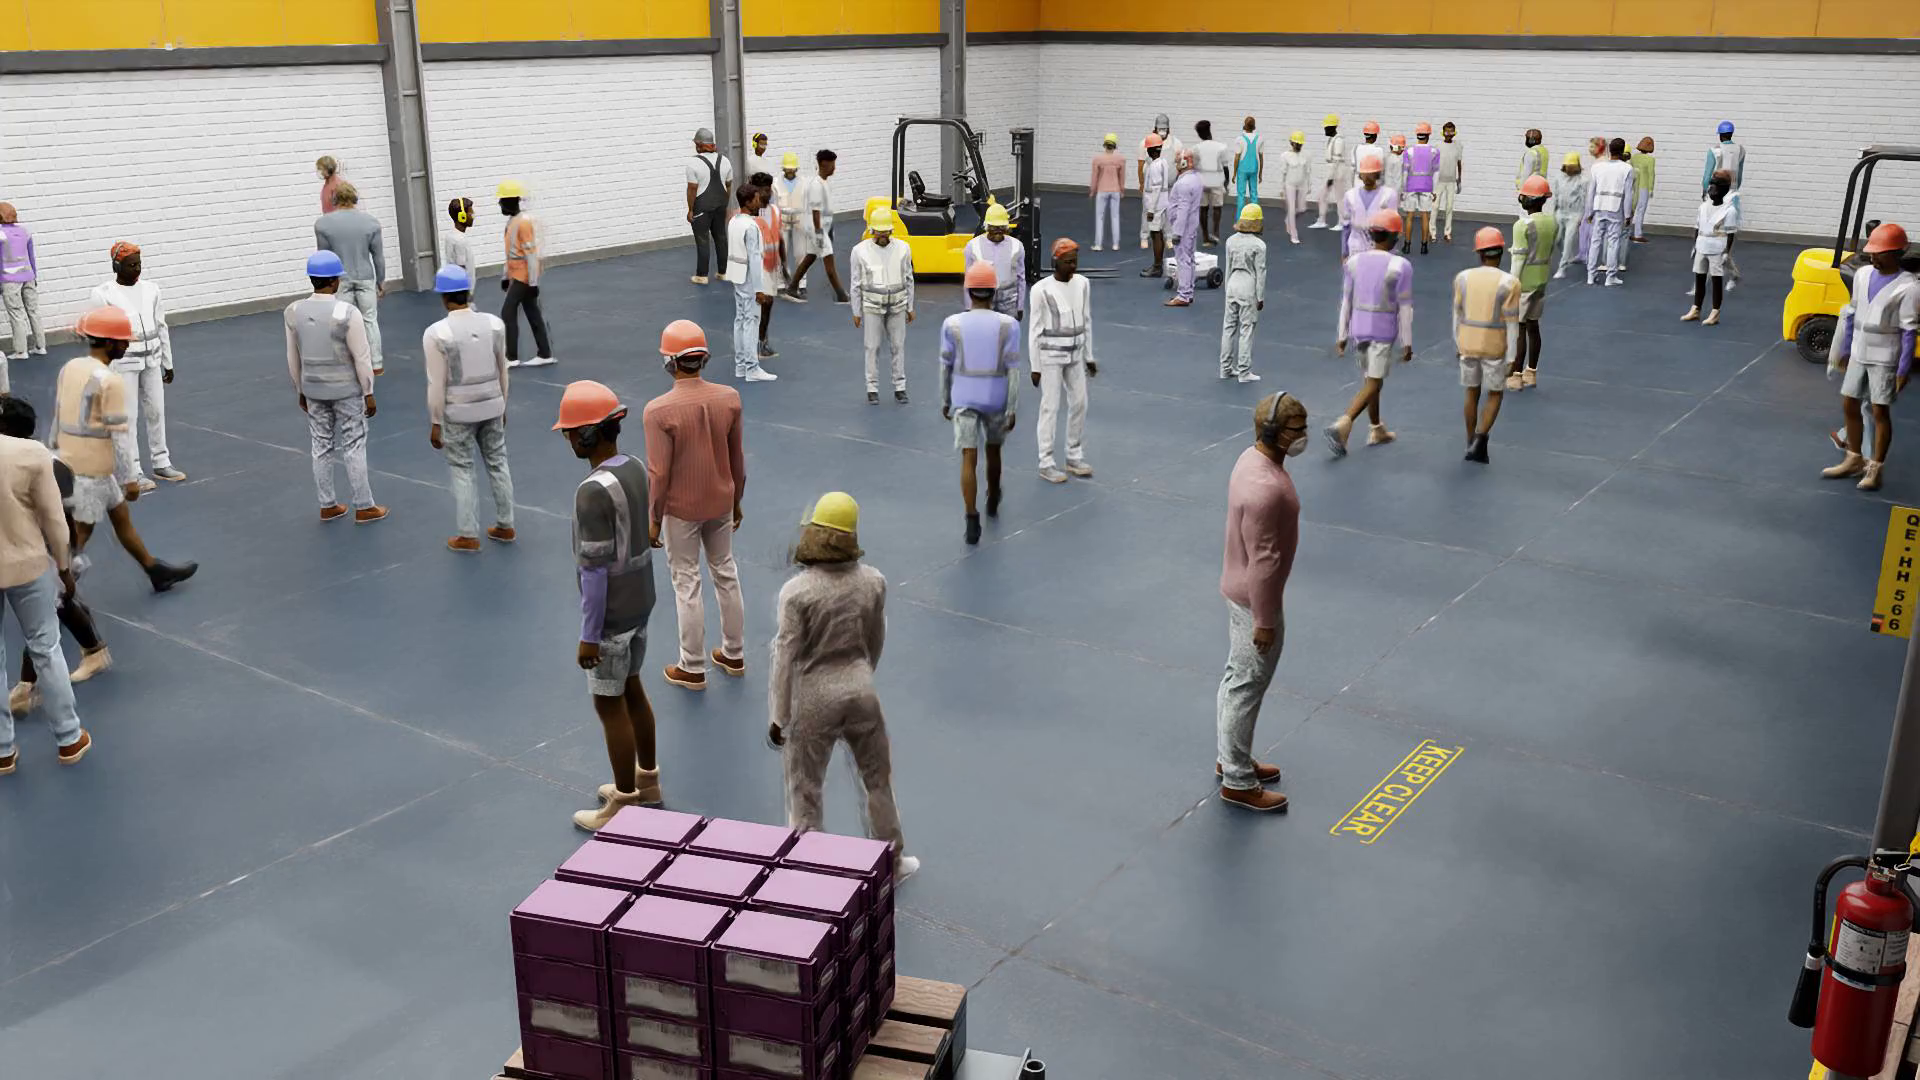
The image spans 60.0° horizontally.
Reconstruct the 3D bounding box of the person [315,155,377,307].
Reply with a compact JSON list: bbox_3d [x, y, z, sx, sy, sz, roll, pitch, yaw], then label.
[{"bbox_3d":[-7.295,-3.586,19.676,0.556,1.918,0.633,-11,21,-30],"label":"person"}]

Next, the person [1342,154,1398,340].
[{"bbox_3d":[4.534,-3.262,18.479,0.620,2.031,0.668,9,20,26],"label":"person"}]

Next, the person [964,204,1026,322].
[{"bbox_3d":[0.327,-2.227,15.583,0.586,1.824,0.404,-2,18,-6],"label":"person"}]

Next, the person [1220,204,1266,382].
[{"bbox_3d":[2.803,-2.426,16.344,0.335,1.734,0.480,-16,24,-41],"label":"person"}]

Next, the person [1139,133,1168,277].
[{"bbox_3d":[2.642,-4.554,22.681,0.374,1.930,0.542,5,18,16],"label":"person"}]

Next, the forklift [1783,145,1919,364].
[{"bbox_3d":[9.803,-2.879,17.013,2.313,2.155,1.214,12,21,33],"label":"forklift"}]

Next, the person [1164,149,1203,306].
[{"bbox_3d":[2.741,-3.839,20.488,0.407,1.906,0.638,7,19,20],"label":"person"}]

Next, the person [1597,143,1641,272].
[{"bbox_3d":[9.157,-4.626,23.172,0.527,1.767,0.331,0,18,1],"label":"person"}]

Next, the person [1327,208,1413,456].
[{"bbox_3d":[3.353,-1.690,13.615,0.950,2.008,0.635,-16,24,-40],"label":"person"}]

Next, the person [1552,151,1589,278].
[{"bbox_3d":[8.311,-4.437,22.651,0.606,1.714,0.498,-15,23,-40],"label":"person"}]

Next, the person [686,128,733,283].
[{"bbox_3d":[-3.400,-4.472,22.243,0.689,2.000,0.539,-16,24,-40],"label":"person"}]

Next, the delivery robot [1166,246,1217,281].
[{"bbox_3d":[3.038,-3.611,21.801,0.707,0.478,0.477,-14,23,-37],"label":"delivery robot"}]

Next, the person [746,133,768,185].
[{"bbox_3d":[-2.850,-4.853,23.725,0.336,1.865,0.521,5,19,17],"label":"person"}]

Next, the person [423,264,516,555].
[{"bbox_3d":[-3.279,-0.868,11.123,0.405,1.947,0.611,15,23,39],"label":"person"}]

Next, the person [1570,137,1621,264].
[{"bbox_3d":[9.097,-4.801,23.635,0.693,1.818,0.579,5,18,15],"label":"person"}]

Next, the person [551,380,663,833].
[{"bbox_3d":[-1.554,0.298,7.351,0.410,2.028,0.619,2,18,7],"label":"person"}]

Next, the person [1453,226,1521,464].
[{"bbox_3d":[4.194,-1.542,13.293,0.573,1.909,0.536,14,22,37],"label":"person"}]

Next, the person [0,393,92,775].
[{"bbox_3d":[-4.548,0.141,7.894,0.623,1.990,0.397,-8,19,-23],"label":"person"}]

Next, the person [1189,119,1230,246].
[{"bbox_3d":[3.823,-5.477,25.567,0.641,1.927,0.454,3,18,10],"label":"person"}]

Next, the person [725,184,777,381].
[{"bbox_3d":[-2.088,-2.525,16.354,0.392,1.919,0.591,-9,20,-27],"label":"person"}]

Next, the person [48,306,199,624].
[{"bbox_3d":[-5.211,-0.463,10.018,0.586,1.853,1.032,14,22,37],"label":"person"}]

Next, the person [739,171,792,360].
[{"bbox_3d":[-2.019,-2.851,17.332,0.502,1.949,0.607,12,21,32],"label":"person"}]

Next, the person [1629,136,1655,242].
[{"bbox_3d":[10.694,-5.504,26.129,0.274,1.632,0.507,-7,19,-21],"label":"person"}]

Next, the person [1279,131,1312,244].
[{"bbox_3d":[5.222,-5.535,26.050,0.568,1.732,0.601,-5,18,-15],"label":"person"}]

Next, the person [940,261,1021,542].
[{"bbox_3d":[0.141,-0.992,11.613,0.556,1.890,0.965,1,18,2],"label":"person"}]

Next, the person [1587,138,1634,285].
[{"bbox_3d":[8.605,-4.346,22.051,0.587,1.918,0.391,17,24,42],"label":"person"}]

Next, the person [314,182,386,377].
[{"bbox_3d":[-5.991,-2.555,16.441,0.626,1.933,0.371,-8,19,-23],"label":"person"}]

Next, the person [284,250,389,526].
[{"bbox_3d":[-4.402,-1.063,11.729,0.616,1.945,0.399,4,18,12],"label":"person"}]

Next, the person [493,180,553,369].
[{"bbox_3d":[-4.556,-2.677,16.849,0.798,1.893,0.605,-7,19,-21],"label":"person"}]

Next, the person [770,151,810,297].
[{"bbox_3d":[-2.150,-4.006,21.135,0.586,1.827,0.404,-3,18,-9],"label":"person"}]

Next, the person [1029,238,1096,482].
[{"bbox_3d":[0.789,-1.389,12.888,0.610,1.876,0.394,-15,23,-39],"label":"person"}]

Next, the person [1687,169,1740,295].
[{"bbox_3d":[9.770,-3.950,21.333,0.804,1.605,0.515,-10,20,-29],"label":"person"}]

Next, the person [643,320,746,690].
[{"bbox_3d":[-1.425,-0.187,8.915,0.621,1.992,0.397,-16,24,-42],"label":"person"}]

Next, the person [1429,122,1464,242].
[{"bbox_3d":[7.627,-5.614,26.124,0.504,1.858,0.335,1,18,2],"label":"person"}]

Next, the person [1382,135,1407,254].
[{"bbox_3d":[6.480,-5.171,24.908,0.338,1.744,0.561,-3,18,-9],"label":"person"}]

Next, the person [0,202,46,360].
[{"bbox_3d":[-9.862,-2.706,17.386,0.310,1.632,0.505,6,19,17],"label":"person"}]

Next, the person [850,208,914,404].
[{"bbox_3d":[-0.711,-2.156,15.367,0.601,1.817,0.403,-5,19,-16],"label":"person"}]

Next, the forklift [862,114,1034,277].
[{"bbox_3d":[-0.171,-4.594,22.377,2.313,2.155,1.214,1,18,3],"label":"forklift"}]

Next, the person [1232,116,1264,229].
[{"bbox_3d":[4.769,-6.076,27.578,0.514,1.844,0.328,-3,18,-9],"label":"person"}]

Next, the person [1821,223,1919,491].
[{"bbox_3d":[6.918,-1.392,12.641,0.435,2.030,0.674,-5,18,-14],"label":"person"}]

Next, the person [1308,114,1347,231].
[{"bbox_3d":[6.100,-6.030,27.360,0.756,1.888,0.594,-3,18,-8],"label":"person"}]

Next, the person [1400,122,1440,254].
[{"bbox_3d":[6.853,-5.250,24.847,0.551,1.933,0.366,3,18,8],"label":"person"}]

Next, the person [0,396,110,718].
[{"bbox_3d":[-4.878,0.069,8.672,0.548,1.639,0.850,10,20,29],"label":"person"}]

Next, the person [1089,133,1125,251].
[{"bbox_3d":[2.222,-5.248,25.161,0.543,1.750,0.396,-4,18,-12],"label":"person"}]

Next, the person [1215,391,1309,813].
[{"bbox_3d":[1.360,0.272,7.573,0.355,1.936,0.633,2,18,7],"label":"person"}]

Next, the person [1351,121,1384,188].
[{"bbox_3d":[6.118,-5.296,24.989,0.354,1.939,0.544,-16,24,-42],"label":"person"}]

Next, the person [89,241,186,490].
[{"bbox_3d":[-6.271,-1.332,12.692,0.361,1.879,0.583,10,20,27],"label":"person"}]

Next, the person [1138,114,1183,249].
[{"bbox_3d":[3.043,-5.455,25.319,0.684,2.000,0.536,1,18,2],"label":"person"}]

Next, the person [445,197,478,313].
[{"bbox_3d":[-4.686,-2.297,15.743,0.314,1.861,0.520,-7,19,-21],"label":"person"}]

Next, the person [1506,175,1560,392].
[{"bbox_3d":[5.407,-2.444,15.892,0.607,2.048,0.367,-14,23,-37],"label":"person"}]

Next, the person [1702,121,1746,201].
[{"bbox_3d":[11.426,-5.291,24.977,0.605,1.939,0.416,-2,18,-7],"label":"person"}]

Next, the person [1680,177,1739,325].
[{"bbox_3d":[8.710,-3.345,19.273,0.320,1.695,0.537,-8,19,-24],"label":"person"}]

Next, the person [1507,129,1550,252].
[{"bbox_3d":[8.558,-5.233,24.971,0.429,1.832,0.635,14,23,38],"label":"person"}]

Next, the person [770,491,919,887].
[{"bbox_3d":[-0.551,0.659,6.748,0.732,1.709,0.343,-11,21,-30],"label":"person"}]

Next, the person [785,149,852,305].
[{"bbox_3d":[-1.763,-3.866,20.577,0.990,1.911,0.612,2,18,5],"label":"person"}]
